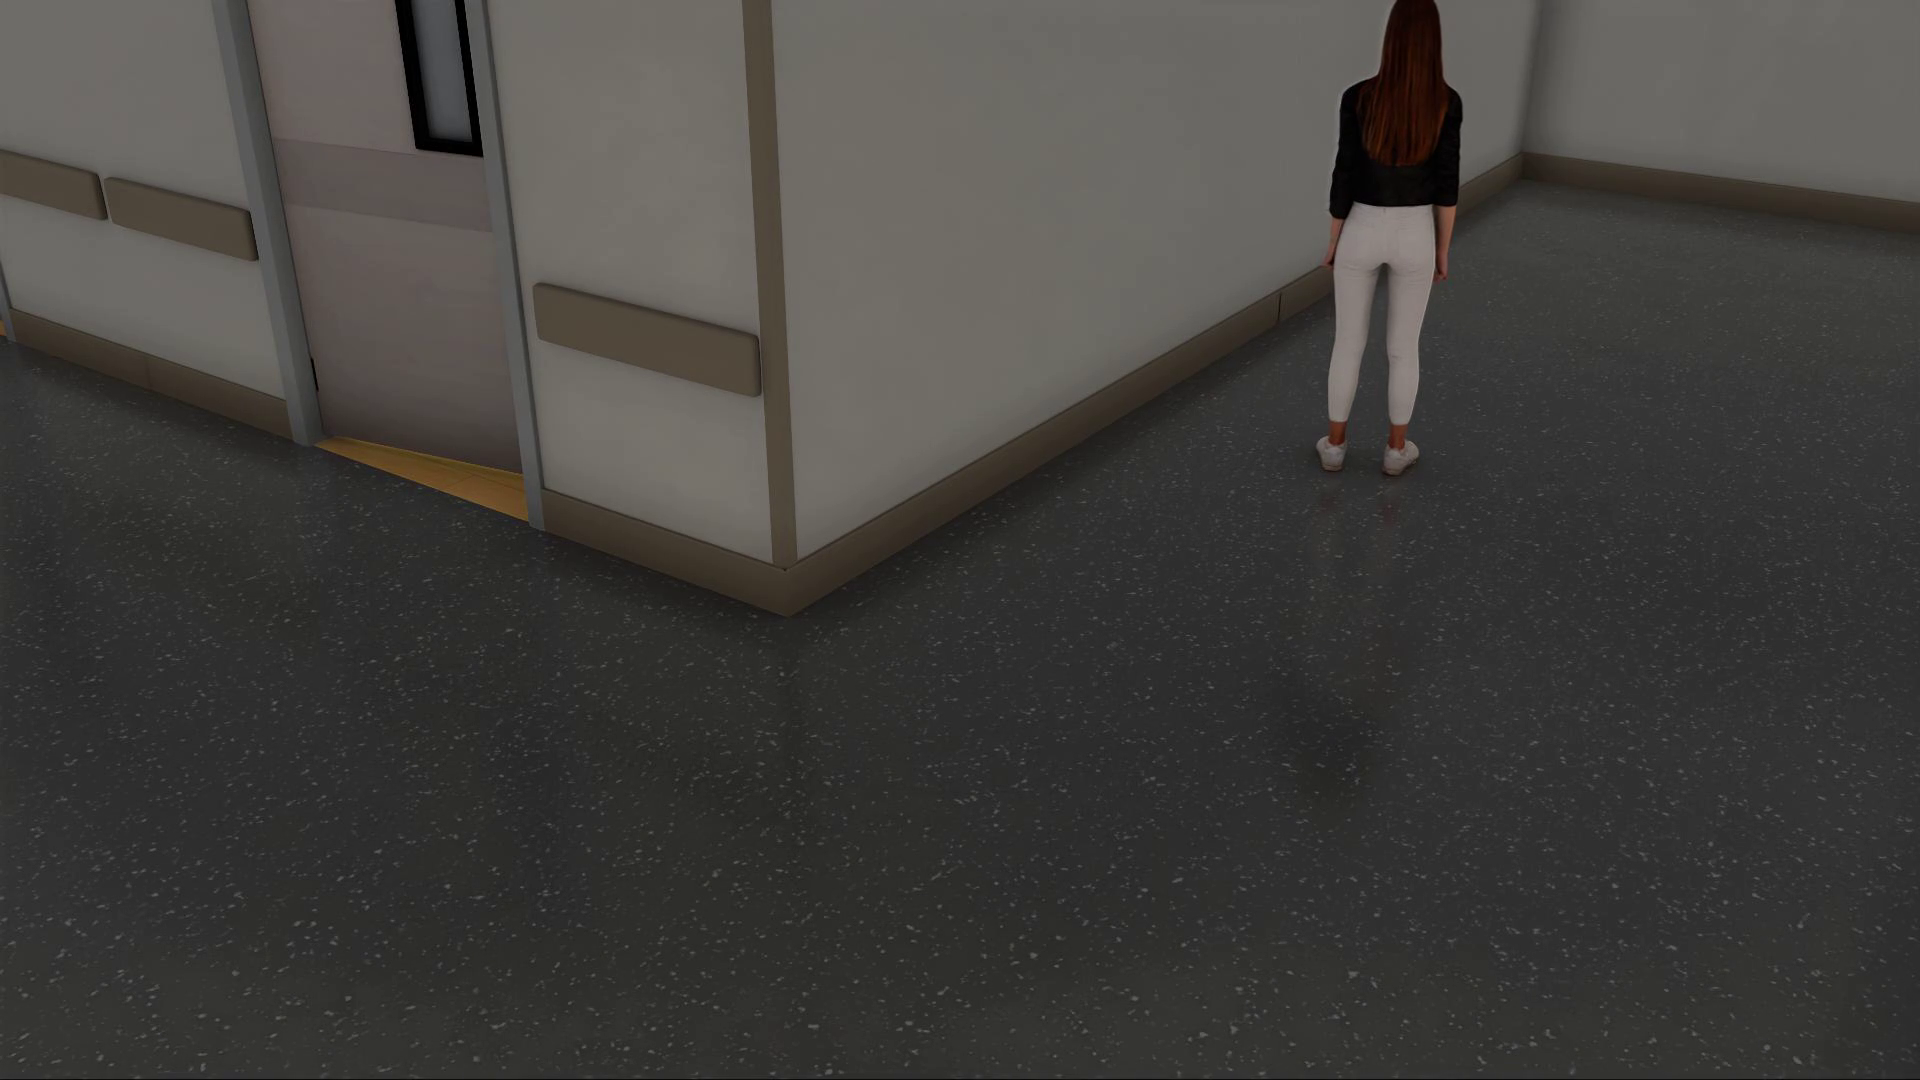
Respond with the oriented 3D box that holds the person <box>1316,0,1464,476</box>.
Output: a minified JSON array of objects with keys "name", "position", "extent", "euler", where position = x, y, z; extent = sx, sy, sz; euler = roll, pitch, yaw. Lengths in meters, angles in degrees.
[{"name":"person","position":[1.515,-1.057,5.896],"extent":[0.655,1.704,0.633],"euler":[6,26,13]}]
